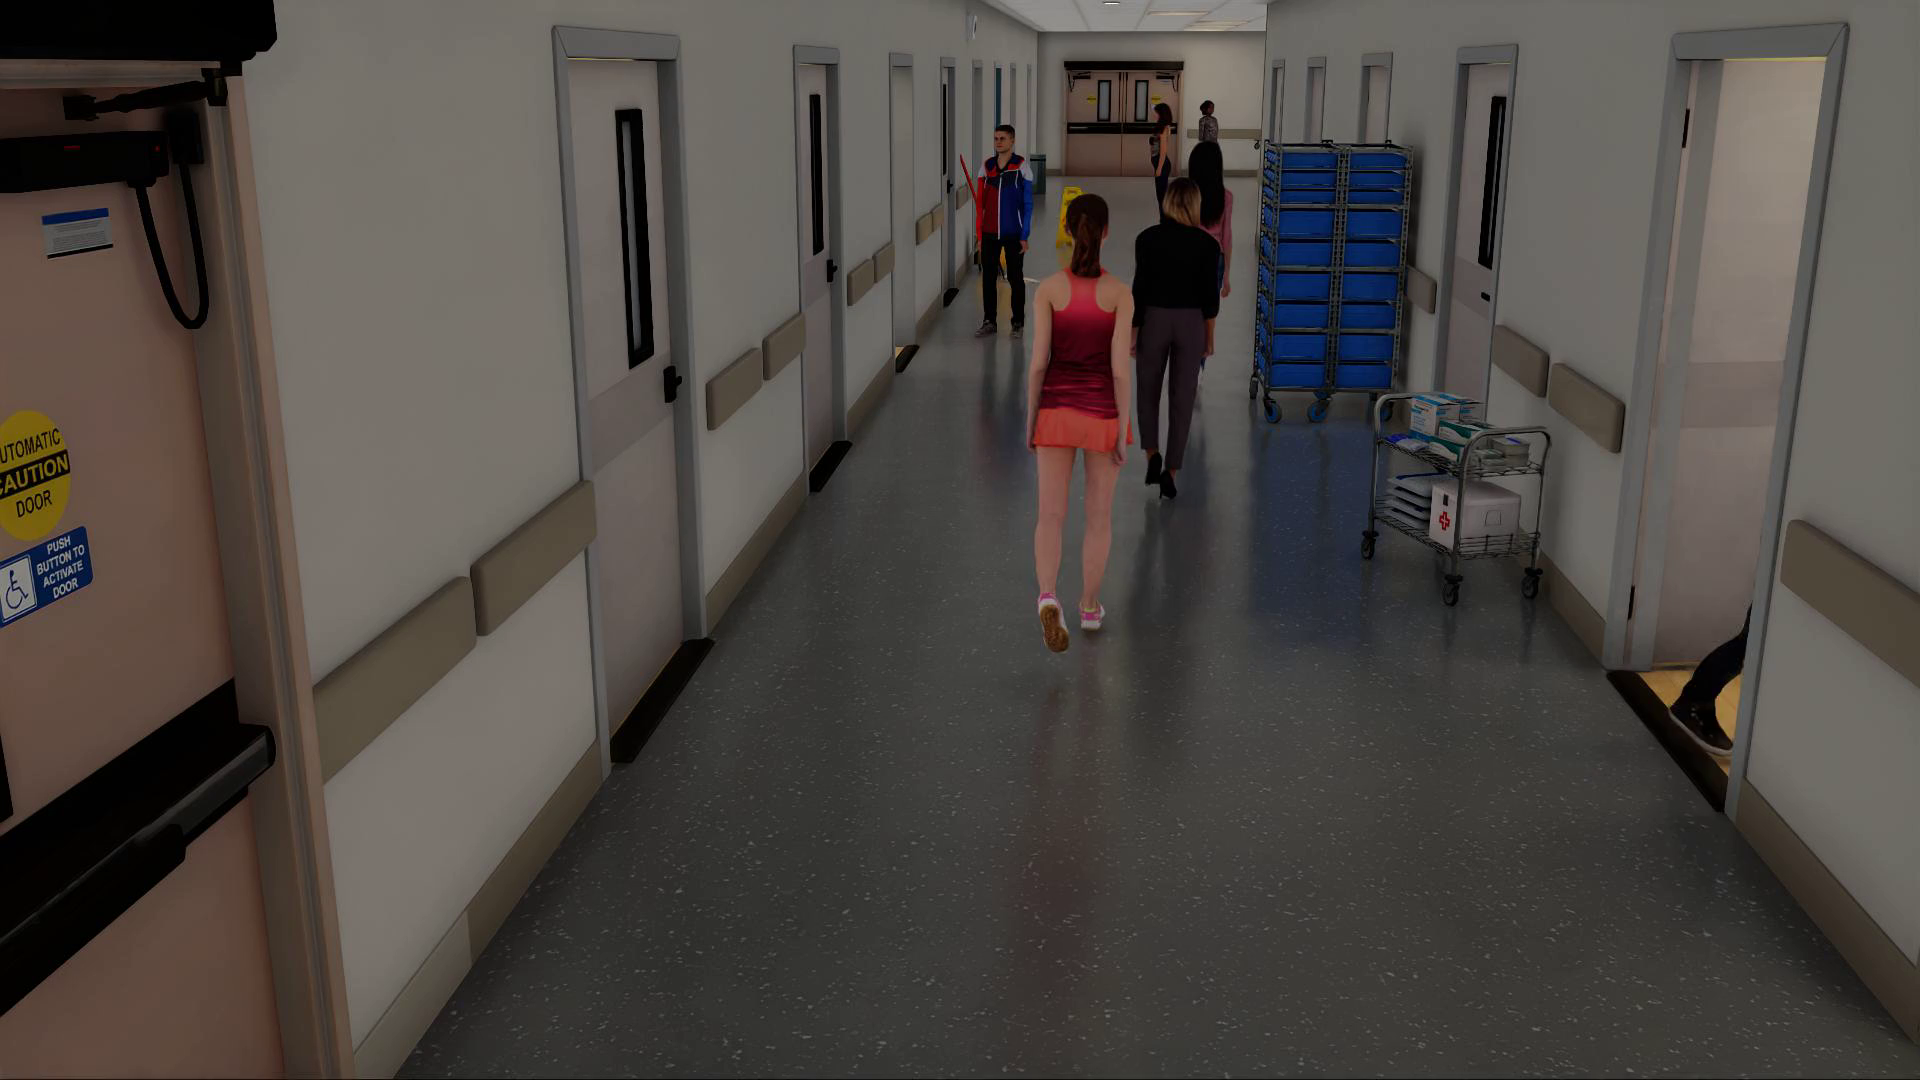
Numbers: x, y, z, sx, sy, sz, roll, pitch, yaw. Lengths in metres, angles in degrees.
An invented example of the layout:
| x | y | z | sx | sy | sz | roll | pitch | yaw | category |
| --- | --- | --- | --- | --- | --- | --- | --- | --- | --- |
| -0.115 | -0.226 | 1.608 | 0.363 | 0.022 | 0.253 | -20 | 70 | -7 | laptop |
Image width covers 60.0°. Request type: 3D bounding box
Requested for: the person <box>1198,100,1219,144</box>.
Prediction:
| x | y | z | sx | sy | sz | roll | pitch | yaw | category |
| --- | --- | --- | --- | --- | --- | --- | --- | --- | --- |
| 4.176 | -6.548 | 28.100 | 0.684 | 1.714 | 0.735 | -11 | 19 | -34 | person |

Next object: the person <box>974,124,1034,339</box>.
| x | y | z | sx | sy | sz | roll | pitch | yaw | category |
| --- | --- | --- | --- | --- | --- | --- | --- | --- | --- |
| 0.372 | -2.594 | 13.997 | 0.695 | 1.757 | 0.638 | 6 | 17 | 20 | person |

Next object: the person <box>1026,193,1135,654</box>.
| x | y | z | sx | sy | sz | roll | pitch | yaw | category |
| --- | --- | --- | --- | --- | --- | --- | --- | --- | --- |
| 0.442 | -0.409 | 6.303 | 0.619 | 1.727 | 1.045 | 3 | 16 | 9 | person |

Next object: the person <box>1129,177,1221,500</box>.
| x | y | z | sx | sy | sz | roll | pitch | yaw | category |
| --- | --- | --- | --- | --- | --- | --- | --- | --- | --- |
| 1.082 | -1.008 | 8.553 | 0.636 | 1.659 | 0.607 | 3 | 16 | 10 | person |

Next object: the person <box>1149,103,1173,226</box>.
| x | y | z | sx | sy | sz | roll | pitch | yaw | category |
| --- | --- | --- | --- | --- | --- | --- | --- | --- | --- |
| 2.765 | -5.072 | 22.757 | 0.662 | 1.772 | 0.461 | 2 | 16 | 6 | person |

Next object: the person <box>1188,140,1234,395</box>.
| x | y | z | sx | sy | sz | roll | pitch | yaw | category |
| --- | --- | --- | --- | --- | --- | --- | --- | --- | --- |
| 1.643 | -1.826 | 11.338 | 0.579 | 1.721 | 1.018 | 1 | 16 | 4 | person |
